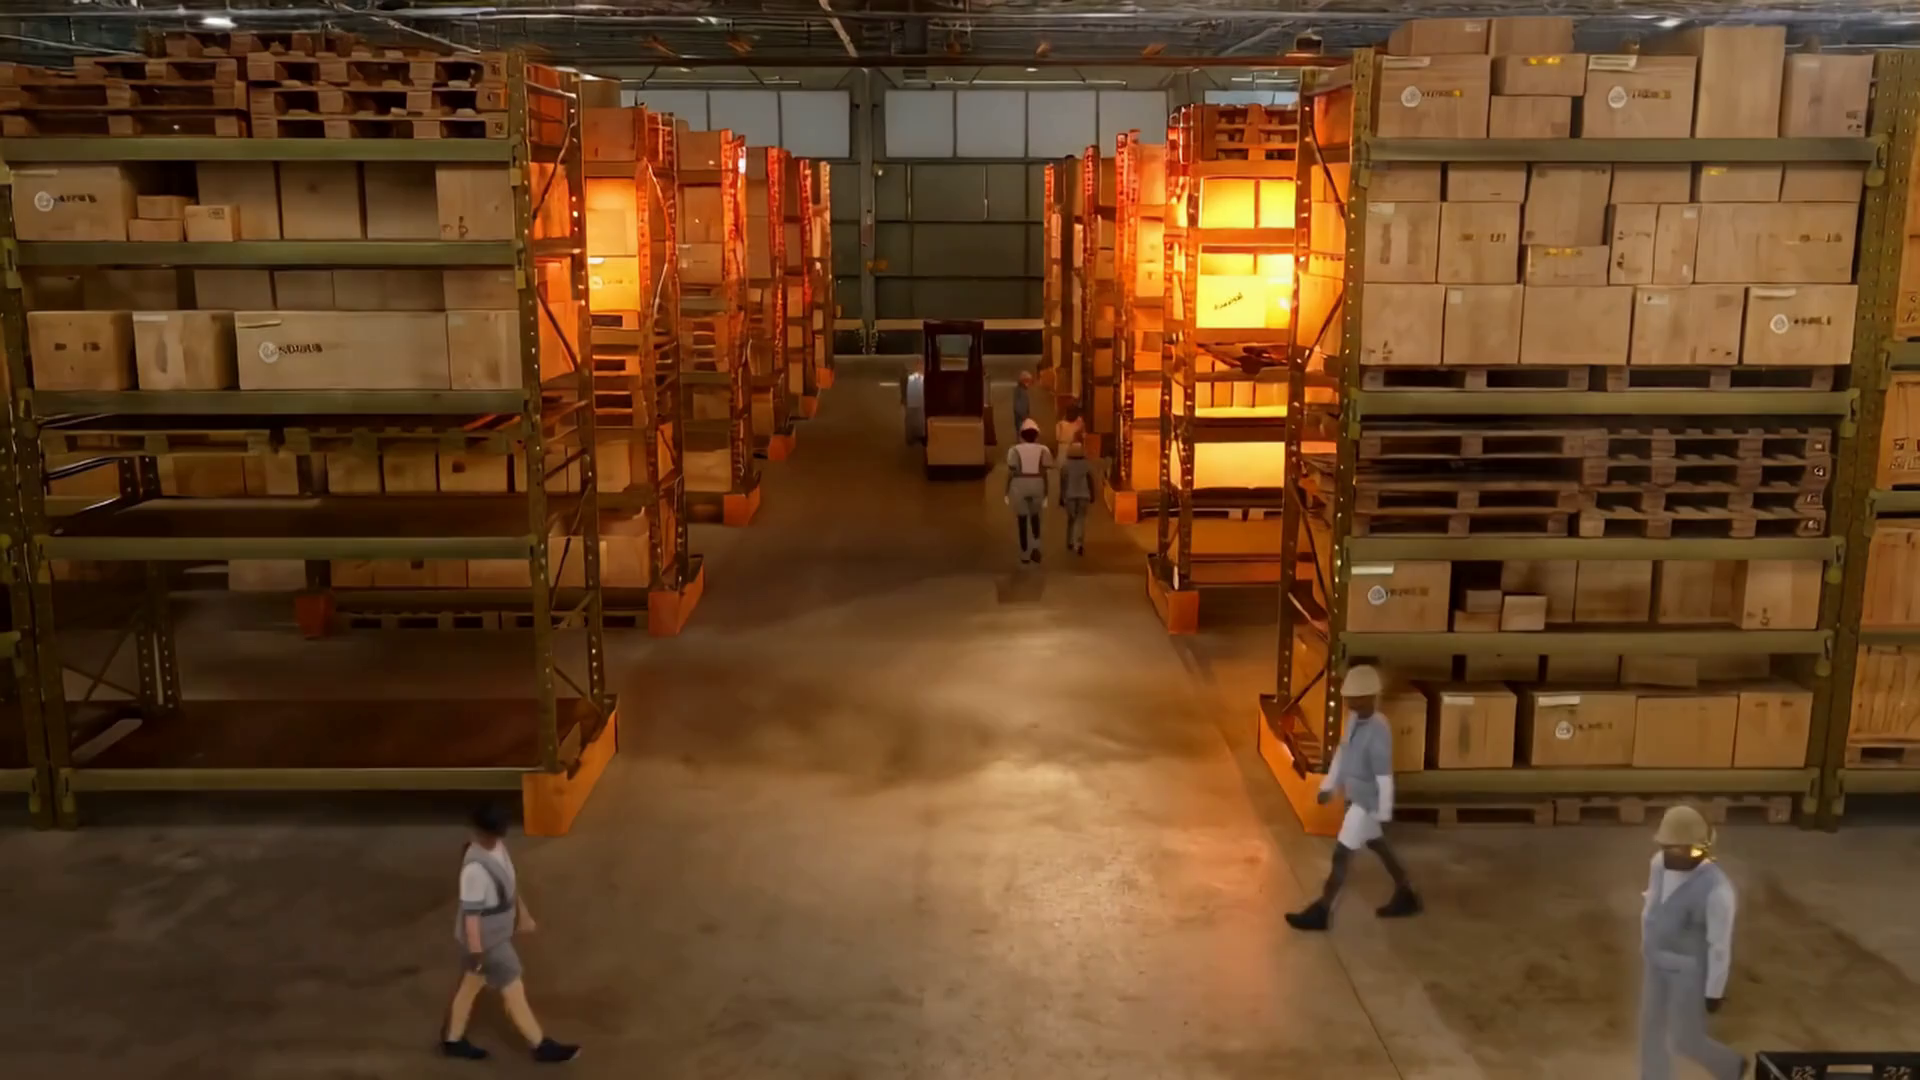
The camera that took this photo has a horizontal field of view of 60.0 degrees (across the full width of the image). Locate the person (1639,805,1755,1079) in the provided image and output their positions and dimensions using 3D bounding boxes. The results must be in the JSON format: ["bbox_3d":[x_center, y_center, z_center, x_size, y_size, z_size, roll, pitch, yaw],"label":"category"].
[{"bbox_3d":[3.974,2.293,9.013,0.686,1.811,0.586,-3,12,-14],"label":"person"}]

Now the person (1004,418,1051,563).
[{"bbox_3d":[0.941,-0.690,23.259,0.623,2.021,0.452,-2,12,-8],"label":"person"}]

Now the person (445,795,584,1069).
[{"bbox_3d":[-2.623,2.253,9.566,0.854,1.647,0.545,-1,11,-5],"label":"person"}]

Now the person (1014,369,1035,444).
[{"bbox_3d":[1.224,-2.274,31.443,0.398,1.898,0.637,0,11,-1],"label":"person"}]

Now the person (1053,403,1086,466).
[{"bbox_3d":[1.834,-1.468,27.938,0.554,1.679,0.380,3,12,13],"label":"person"}]

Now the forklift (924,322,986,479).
[{"bbox_3d":[-0.096,-2.608,30.628,1.129,2.768,1.873,0,11,-2],"label":"forklift"}]

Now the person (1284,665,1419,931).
[{"bbox_3d":[2.778,1.763,11.467,1.011,1.889,0.561,-1,11,-4],"label":"person"}]

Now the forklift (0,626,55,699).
[{"bbox_3d":[-10.391,0.193,16.744,1.873,2.768,1.129,0,11,-1],"label":"forklift"}]

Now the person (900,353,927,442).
[{"bbox_3d":[-0.937,-2.982,34.923,0.637,1.902,0.406,-1,11,-3],"label":"person"}]

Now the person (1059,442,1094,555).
[{"bbox_3d":[1.667,-0.605,23.884,0.498,1.597,0.819,1,11,3],"label":"person"}]
